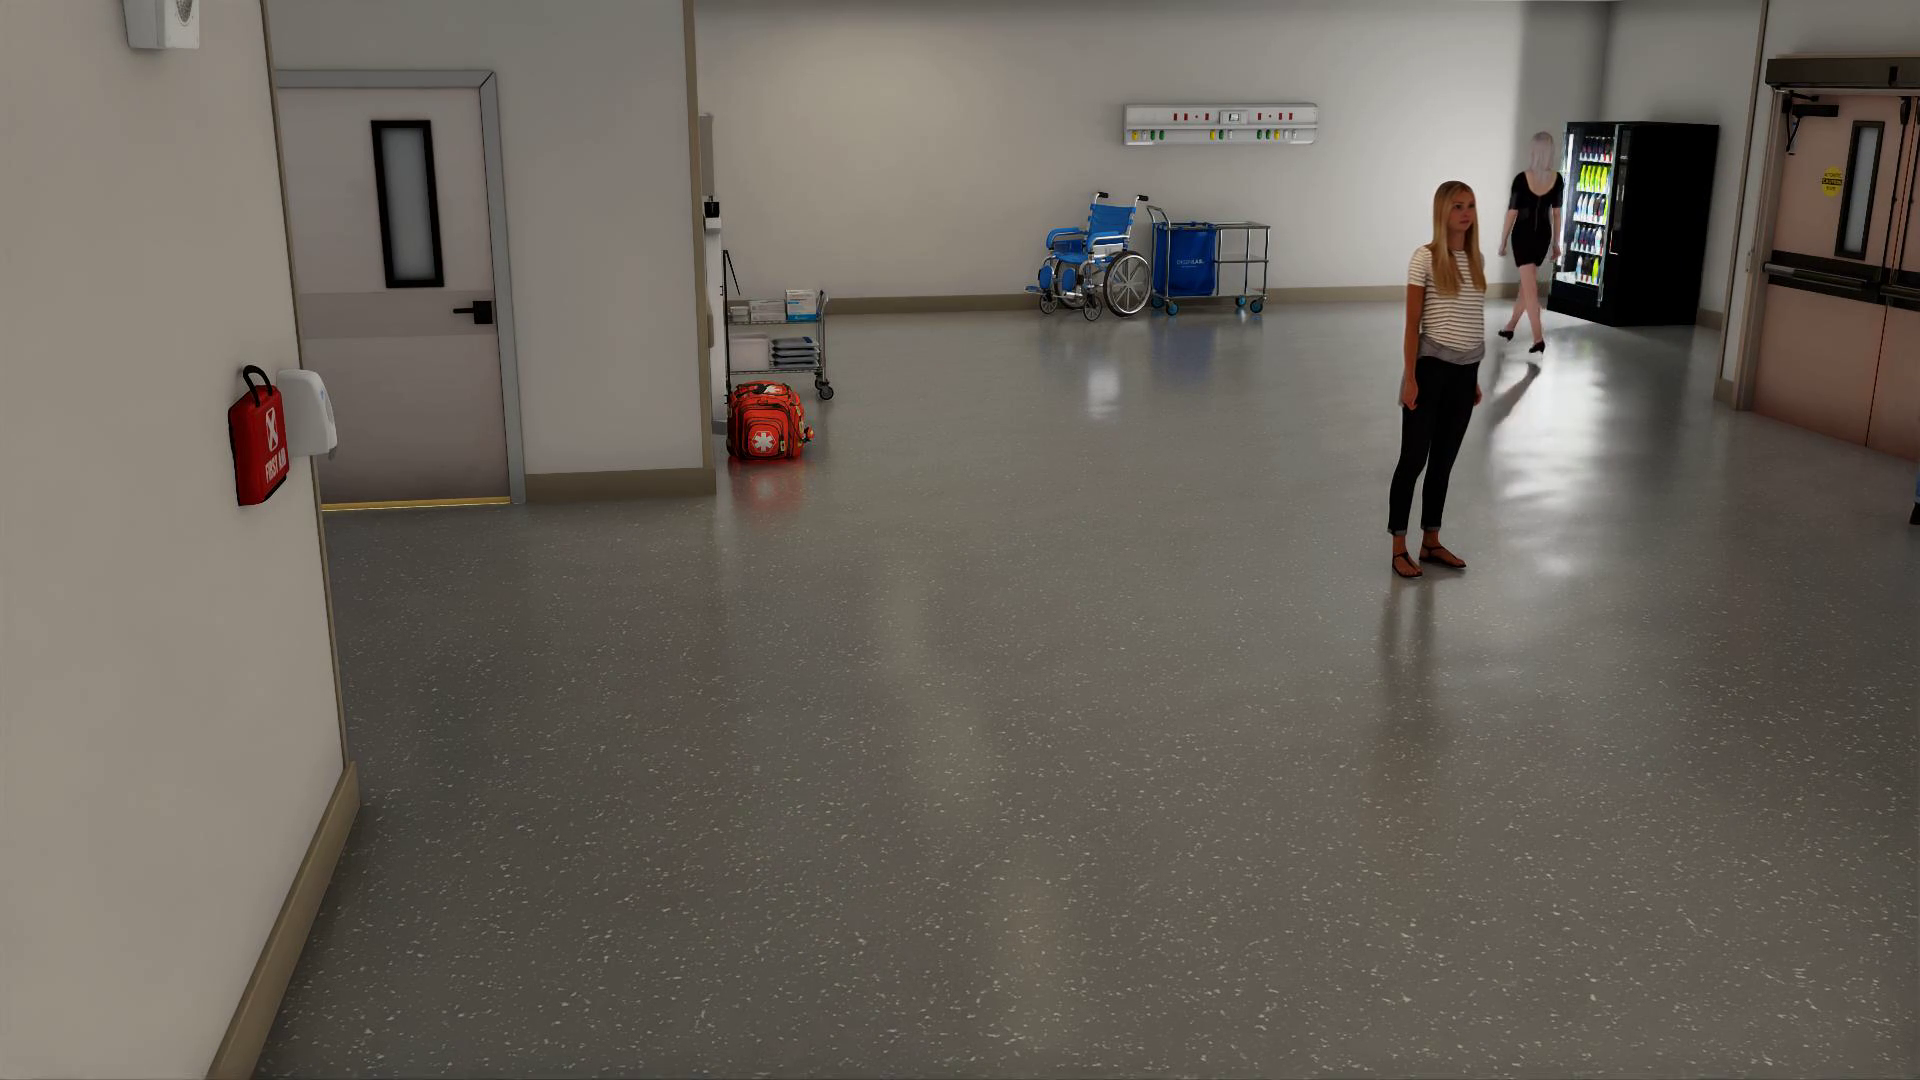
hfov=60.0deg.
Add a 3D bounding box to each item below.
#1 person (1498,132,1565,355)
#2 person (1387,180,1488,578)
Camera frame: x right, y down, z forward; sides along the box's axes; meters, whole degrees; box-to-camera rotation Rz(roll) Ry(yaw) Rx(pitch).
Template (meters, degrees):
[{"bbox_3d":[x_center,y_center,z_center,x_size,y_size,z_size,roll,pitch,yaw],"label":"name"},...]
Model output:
[{"bbox_3d":[4.729,-2.387,13.677,0.649,1.772,1.157,-2,16,-6],"label":"person"},{"bbox_3d":[2.236,-0.752,7.779,0.675,1.825,0.633,-8,18,-27],"label":"person"}]
